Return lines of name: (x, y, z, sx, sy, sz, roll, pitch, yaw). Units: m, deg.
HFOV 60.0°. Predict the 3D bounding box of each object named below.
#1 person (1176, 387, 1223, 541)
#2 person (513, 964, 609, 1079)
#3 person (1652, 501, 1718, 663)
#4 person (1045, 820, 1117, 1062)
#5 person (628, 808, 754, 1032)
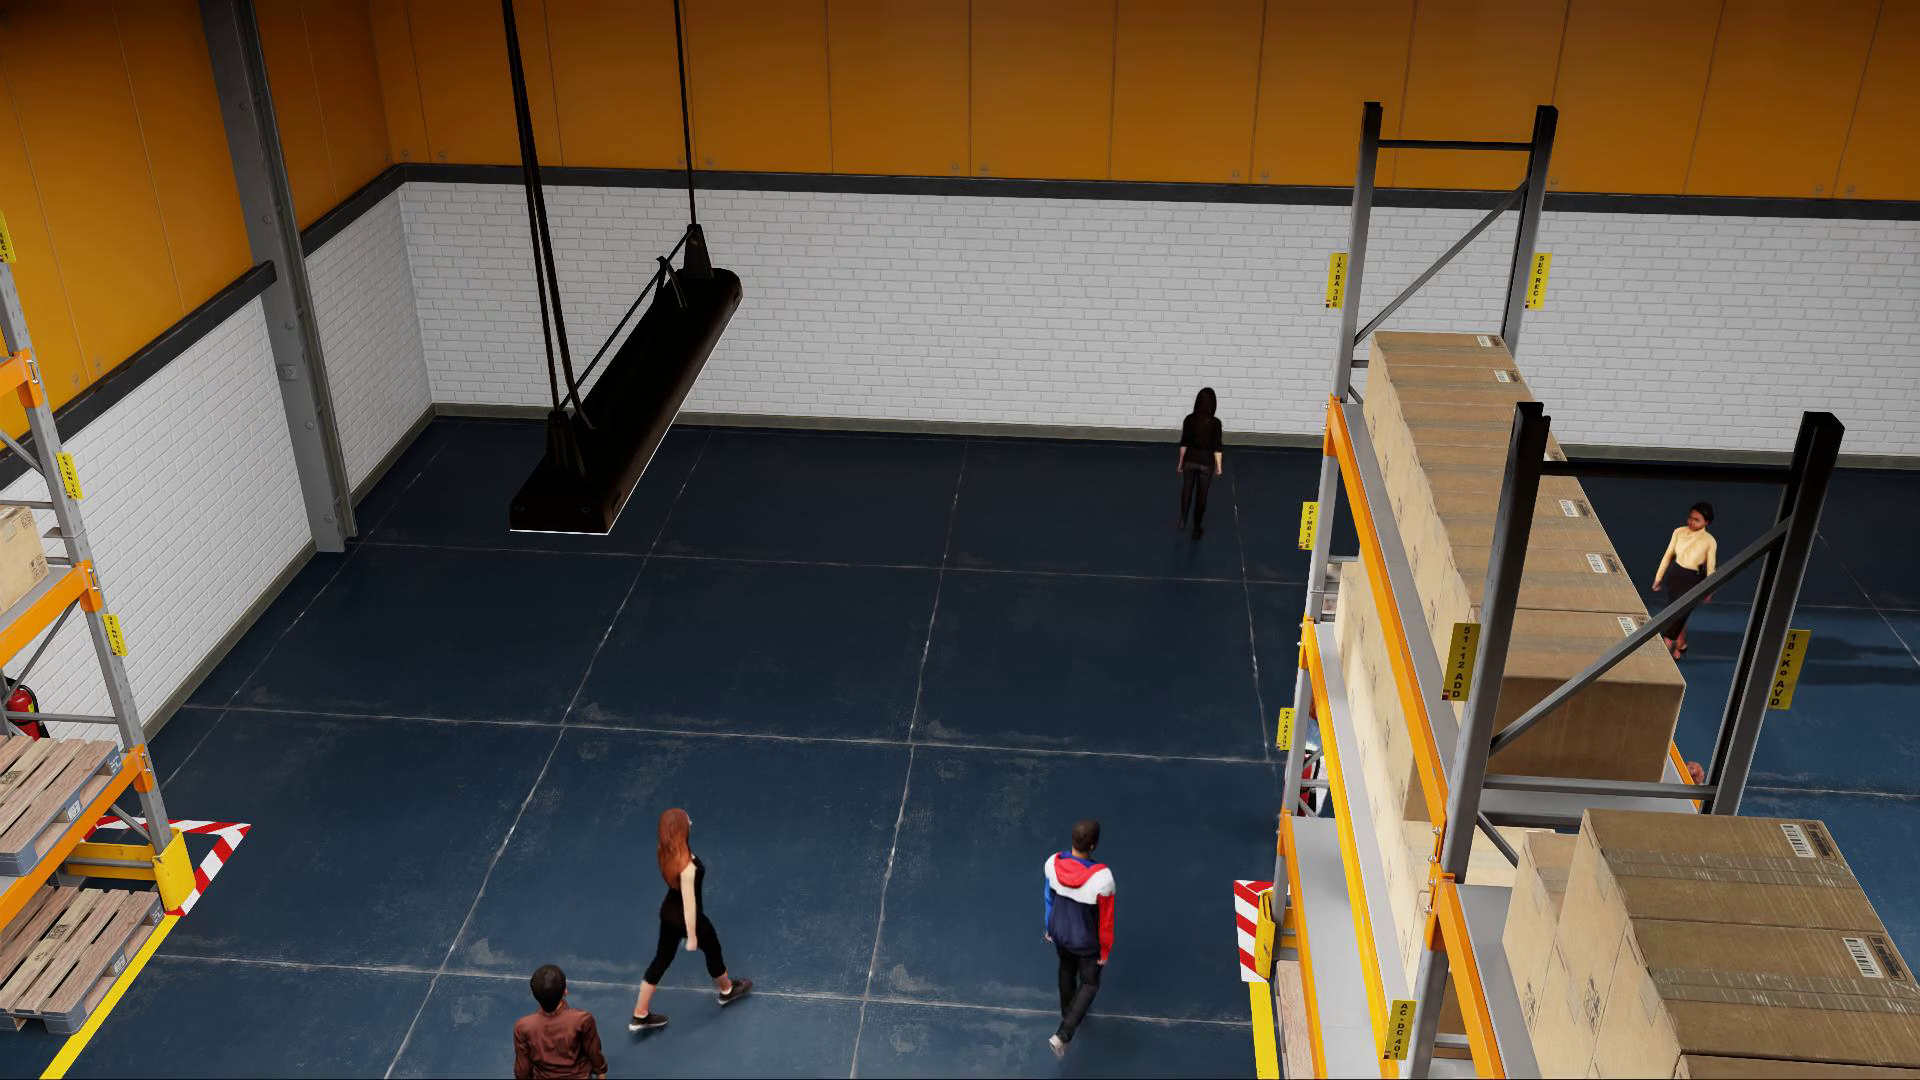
person: (2.393, -0.739, 16.801, 0.674, 1.630, 0.700, 11, 31, 20)
person: (-2.268, 3.144, 9.526, 0.707, 1.780, 0.618, -5, 29, -10)
person: (6.461, 0.400, 14.711, 0.959, 1.631, 0.933, -18, 33, -29)
person: (0.715, 2.569, 10.623, 0.885, 1.739, 1.064, 14, 32, 24)
person: (-1.885, 2.498, 10.809, 1.135, 1.686, 1.096, -20, 34, -32)
